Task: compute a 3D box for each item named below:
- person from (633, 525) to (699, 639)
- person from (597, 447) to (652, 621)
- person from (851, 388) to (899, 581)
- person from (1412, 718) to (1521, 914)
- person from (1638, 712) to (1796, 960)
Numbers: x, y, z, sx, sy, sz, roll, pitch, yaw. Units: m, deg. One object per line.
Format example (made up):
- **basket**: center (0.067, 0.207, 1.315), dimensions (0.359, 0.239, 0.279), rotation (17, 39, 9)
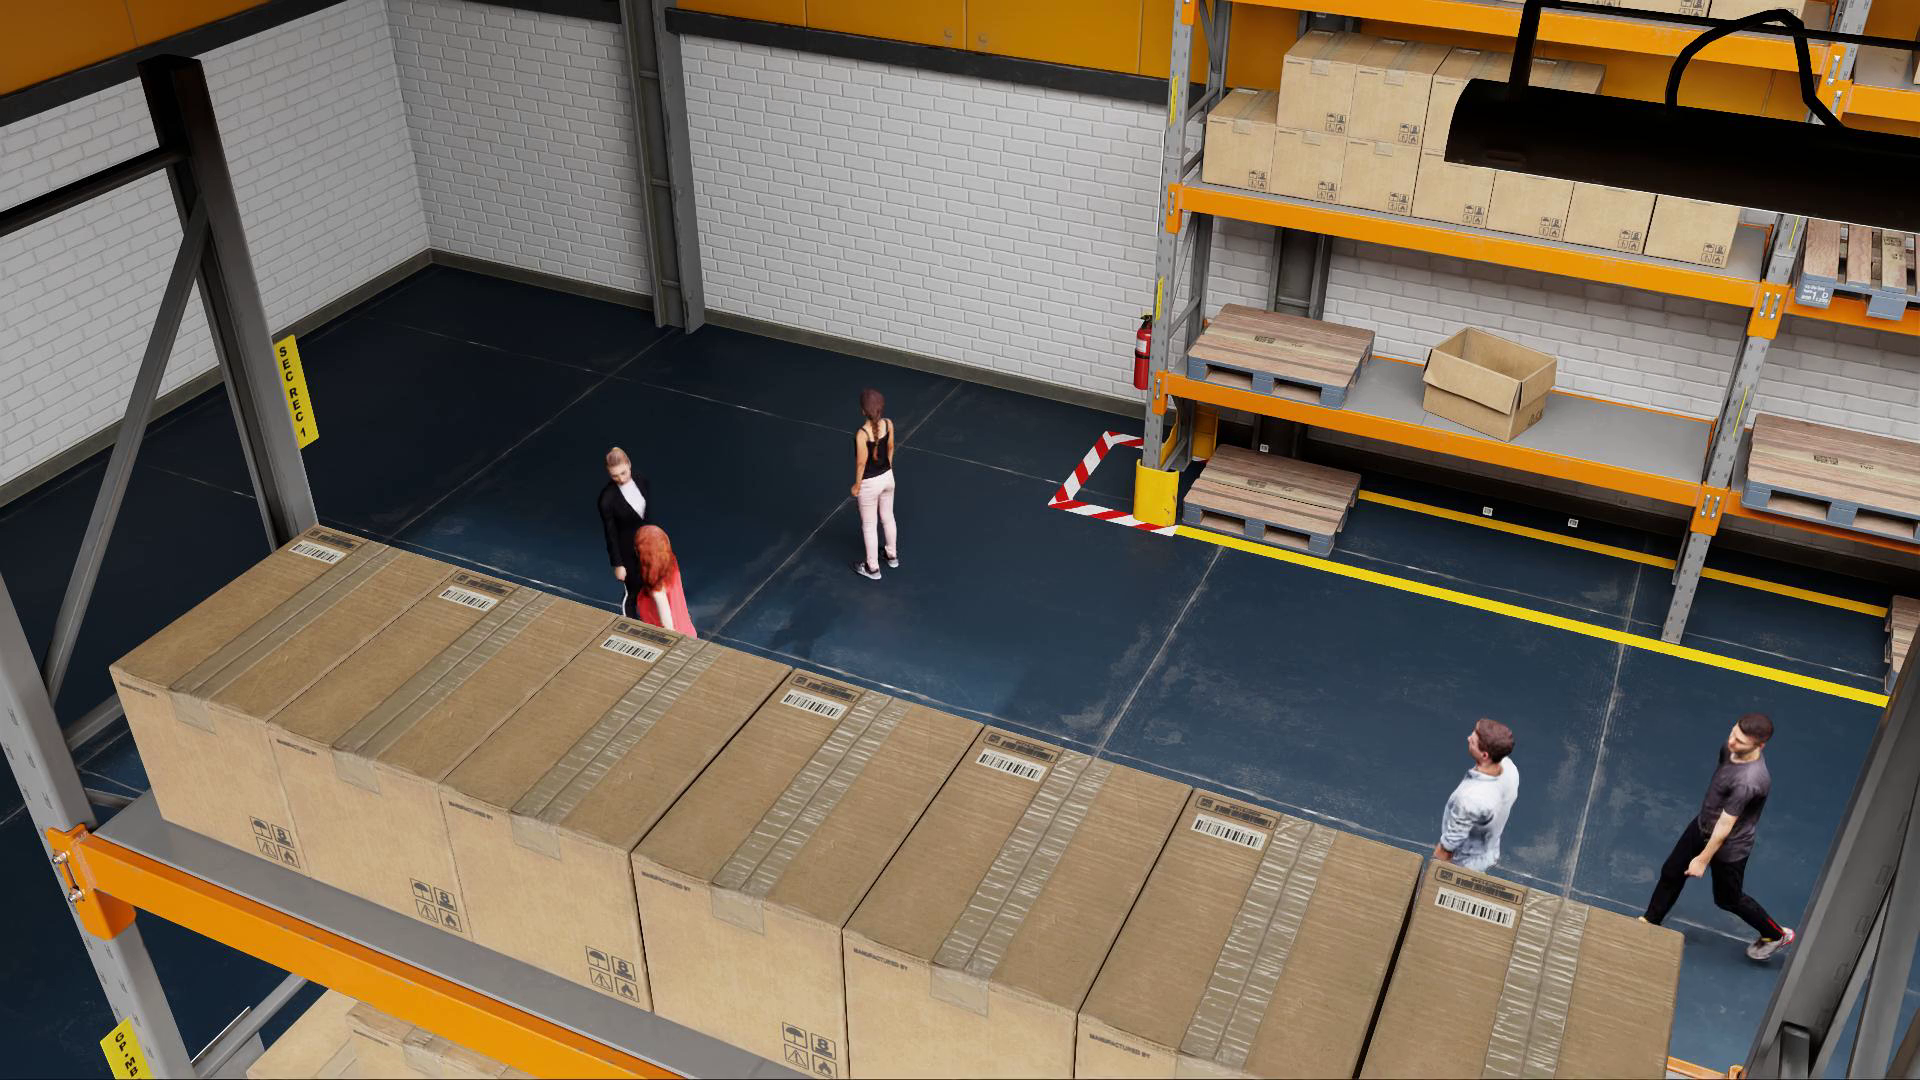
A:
- **person**: center (-1.710, 0.688, 10.462), dimensions (1.200, 1.773, 0.839), rotation (4, 34, 6)
- **person**: center (-2.286, 0.043, 11.530), dimensions (0.683, 1.665, 0.753), rotation (12, 35, 17)
- **person**: center (-0.626, -0.431, 12.334), dimensions (0.604, 1.564, 0.616), rotation (-28, 43, -35)
- **person**: center (2.766, 1.764, 8.821), dimensions (1.255, 1.797, 0.881), rotation (24, 41, 32)
- **person**: center (4.233, 1.656, 9.050), dimensions (1.247, 1.724, 0.877), rotation (4, 34, 6)
